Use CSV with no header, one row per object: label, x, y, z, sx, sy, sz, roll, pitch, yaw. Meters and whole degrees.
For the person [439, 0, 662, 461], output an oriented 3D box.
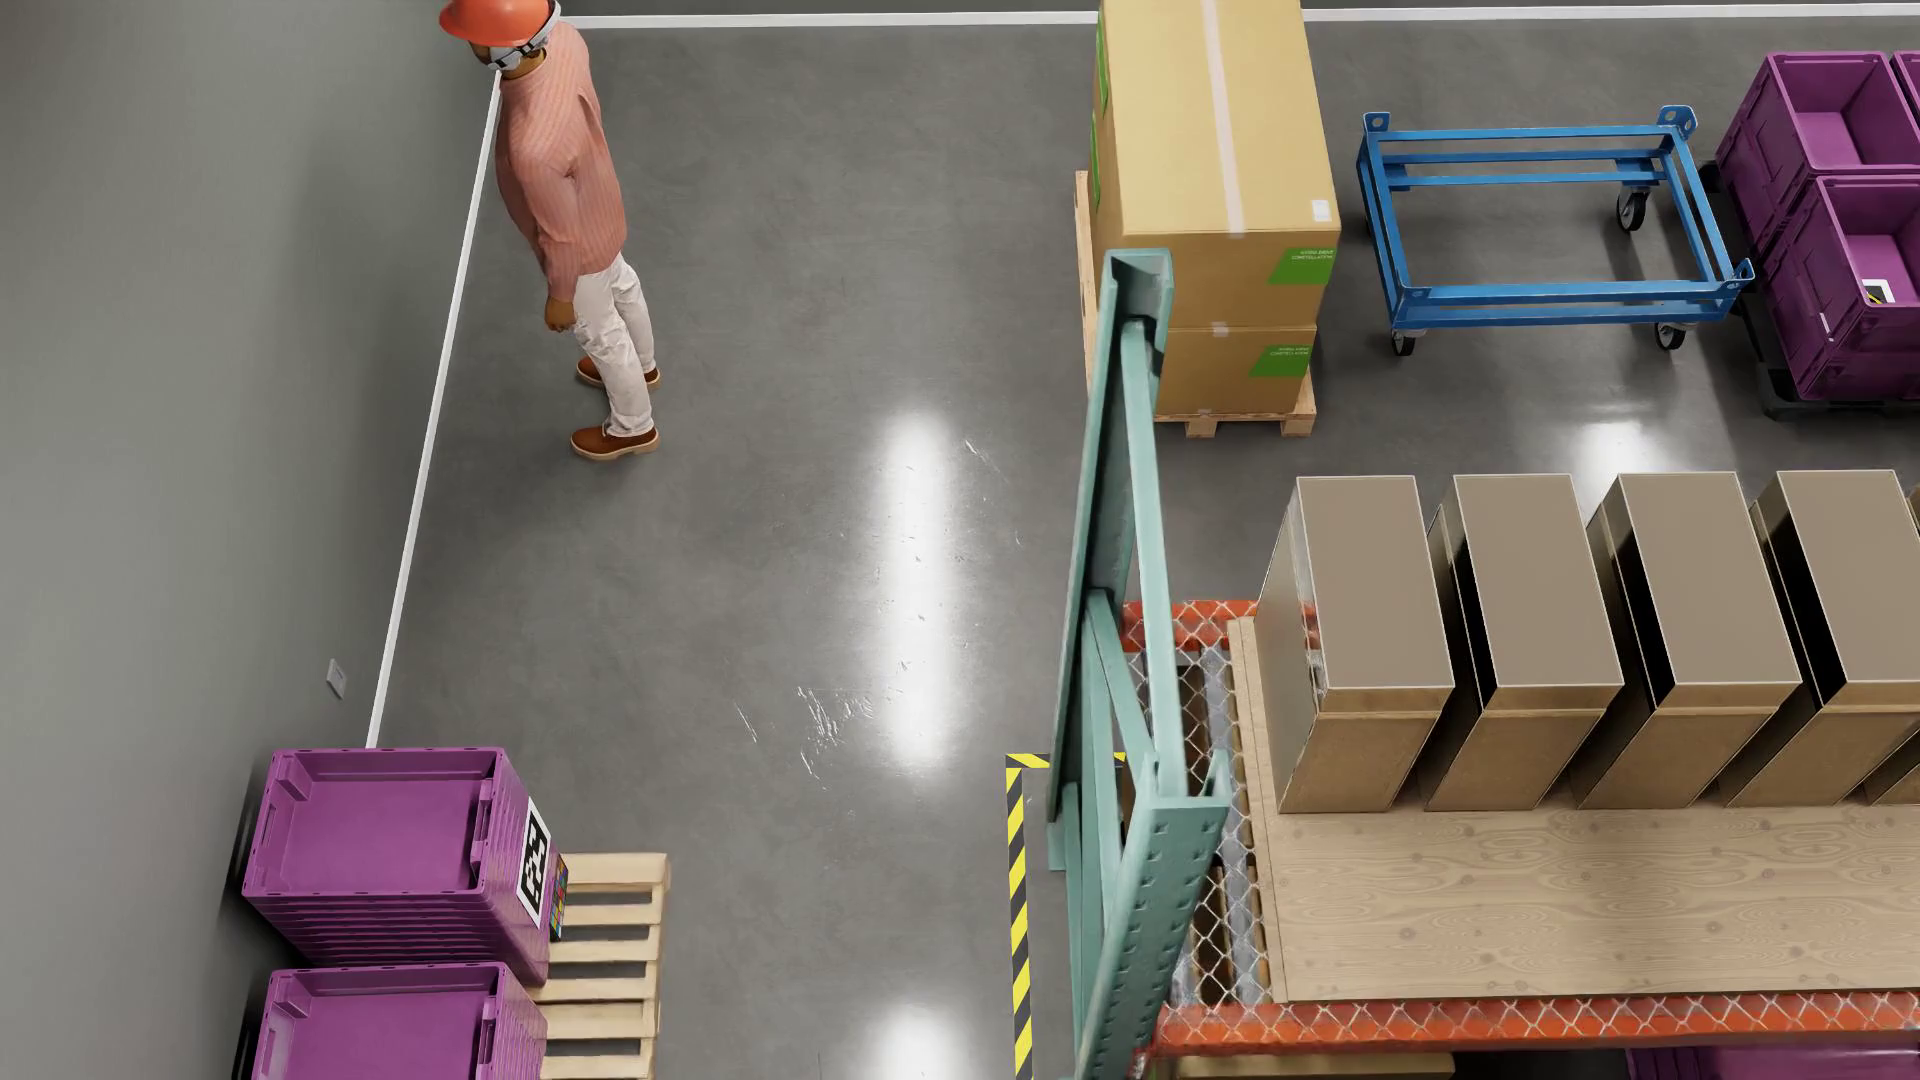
person,-1.235,-0.984,5.249,0.379,1.996,0.611,0,58,0
